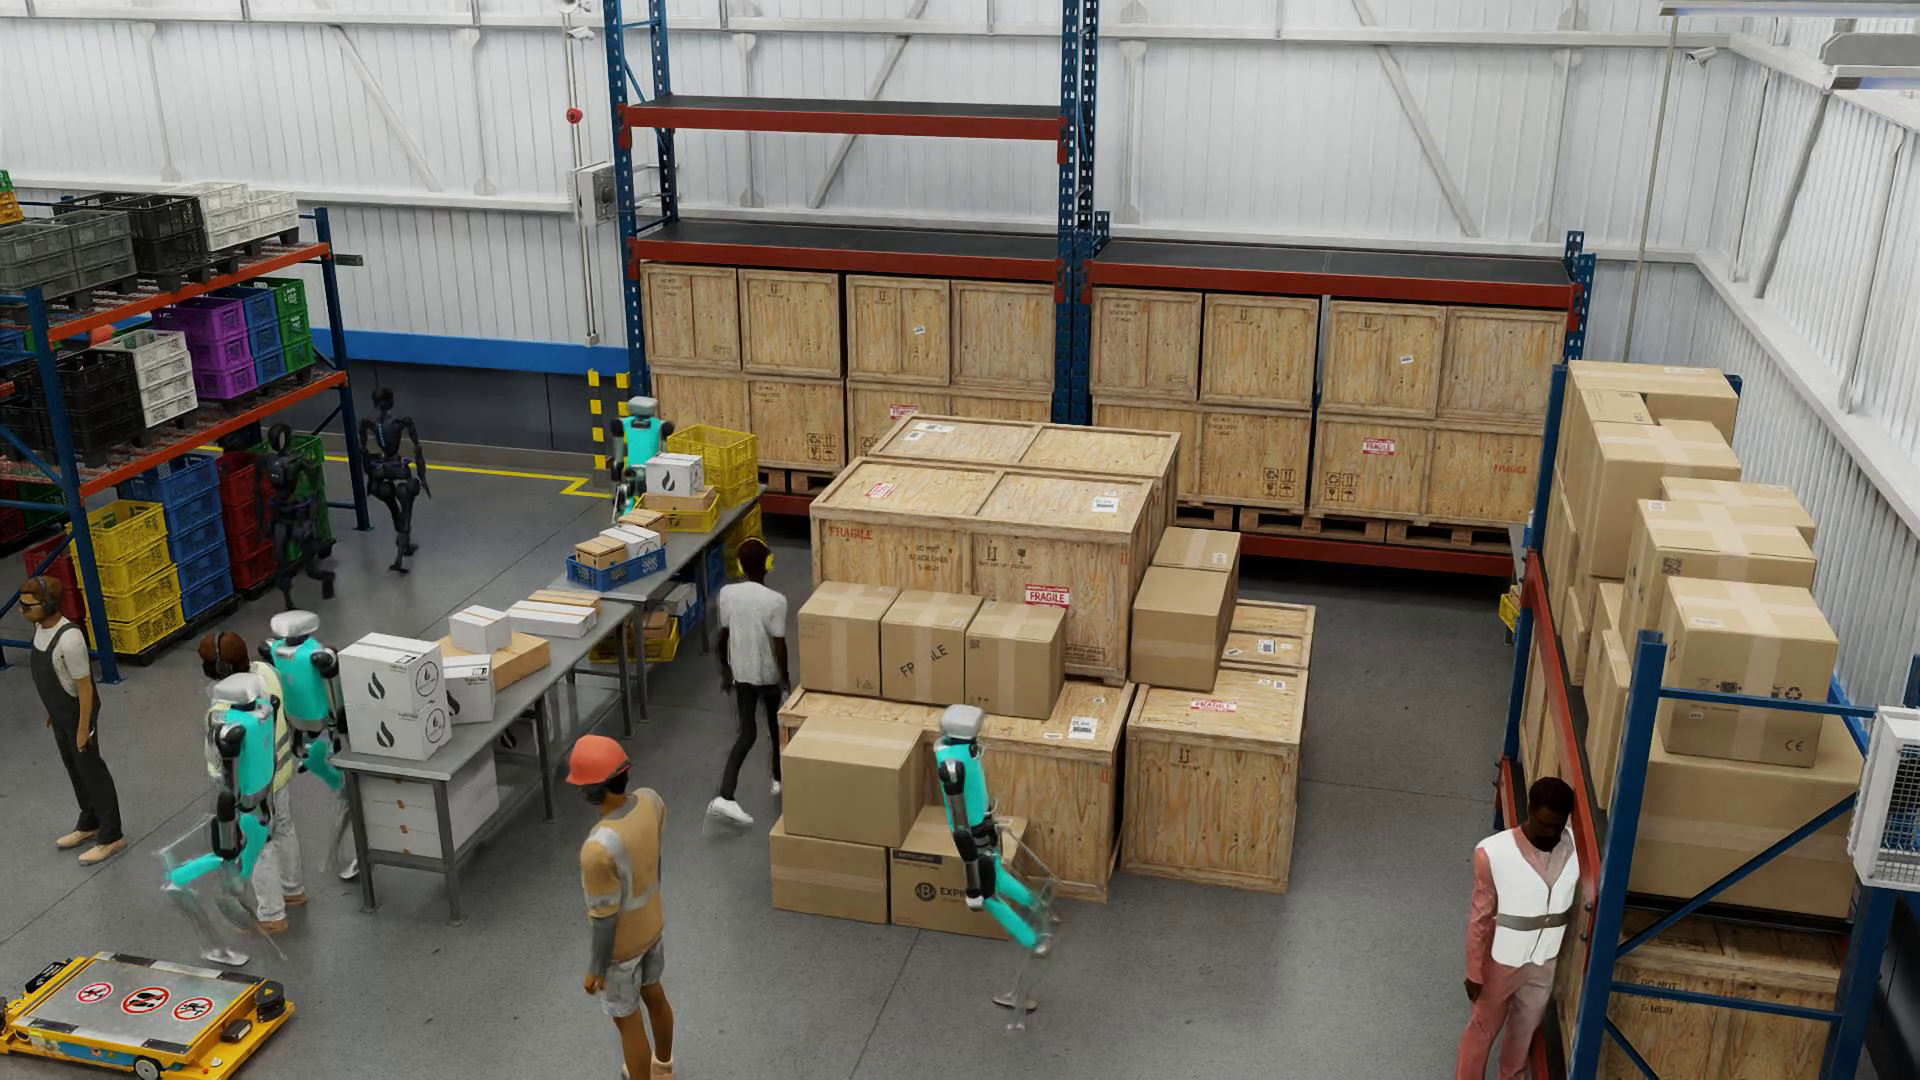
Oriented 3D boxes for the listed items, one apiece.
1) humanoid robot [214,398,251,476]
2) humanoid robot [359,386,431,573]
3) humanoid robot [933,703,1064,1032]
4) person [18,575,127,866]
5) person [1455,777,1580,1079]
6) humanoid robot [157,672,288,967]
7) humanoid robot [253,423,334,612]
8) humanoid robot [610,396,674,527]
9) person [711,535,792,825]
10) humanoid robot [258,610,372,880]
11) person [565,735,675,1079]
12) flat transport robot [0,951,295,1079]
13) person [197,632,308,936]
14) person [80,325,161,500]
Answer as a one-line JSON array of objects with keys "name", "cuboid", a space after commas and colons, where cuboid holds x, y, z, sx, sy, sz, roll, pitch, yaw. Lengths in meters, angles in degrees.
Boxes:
[{"name": "humanoid robot", "cuboid": [-6.885, -1.018, 15.778, 0.605, 1.649, 0.606, -19, 28, -41]}, {"name": "humanoid robot", "cuboid": [-4.961, -0.539, 14.566, 0.584, 1.629, 0.800, 1, 21, 3]}, {"name": "humanoid robot", "cuboid": [0.262, 1.707, 8.583, 0.796, 1.807, 0.548, 3, 21, 7]}, {"name": "person", "cuboid": [-5.376, 1.072, 10.033, 0.506, 1.845, 0.344, 17, 27, 37]}, {"name": "person", "cuboid": [2.586, 1.931, 7.693, 0.587, 1.913, 0.390, -6, 22, -16]}, {"name": "humanoid robot", "cuboid": [-3.977, 1.561, 8.960, 0.862, 1.794, 0.570, 1, 21, 3]}, {"name": "humanoid robot", "cuboid": [-5.450, -0.188, 13.585, 0.590, 1.635, 0.611, 2, 21, 6]}, {"name": "humanoid robot", "cuboid": [-2.644, -0.280, 13.726, 0.551, 1.736, 1.008, 2, 21, 4]}, {"name": "person", "cuboid": [-1.315, 0.892, 10.552, 0.560, 1.820, 0.850, 6, 22, 16]}, {"name": "humanoid robot", "cuboid": [-3.670, 1.198, 9.886, 0.544, 1.817, 0.673, 9, 23, 22]}, {"name": "person", "cuboid": [-1.590, 1.832, 7.786, 0.391, 2.033, 0.604, 6, 22, 16]}, {"name": "flat transport robot", "cuboid": [-4.270, 2.464, 8.601, 1.431, 0.231, 0.659, 5, 22, 13]}, {"name": "person", "cuboid": [-3.969, 1.354, 9.319, 0.429, 1.834, 0.633, 1, 21, 3]}, {"name": "person", "cuboid": [-7.622, -0.985, 15.168, 0.607, 2.031, 0.405, -5, 22, -14]}]
